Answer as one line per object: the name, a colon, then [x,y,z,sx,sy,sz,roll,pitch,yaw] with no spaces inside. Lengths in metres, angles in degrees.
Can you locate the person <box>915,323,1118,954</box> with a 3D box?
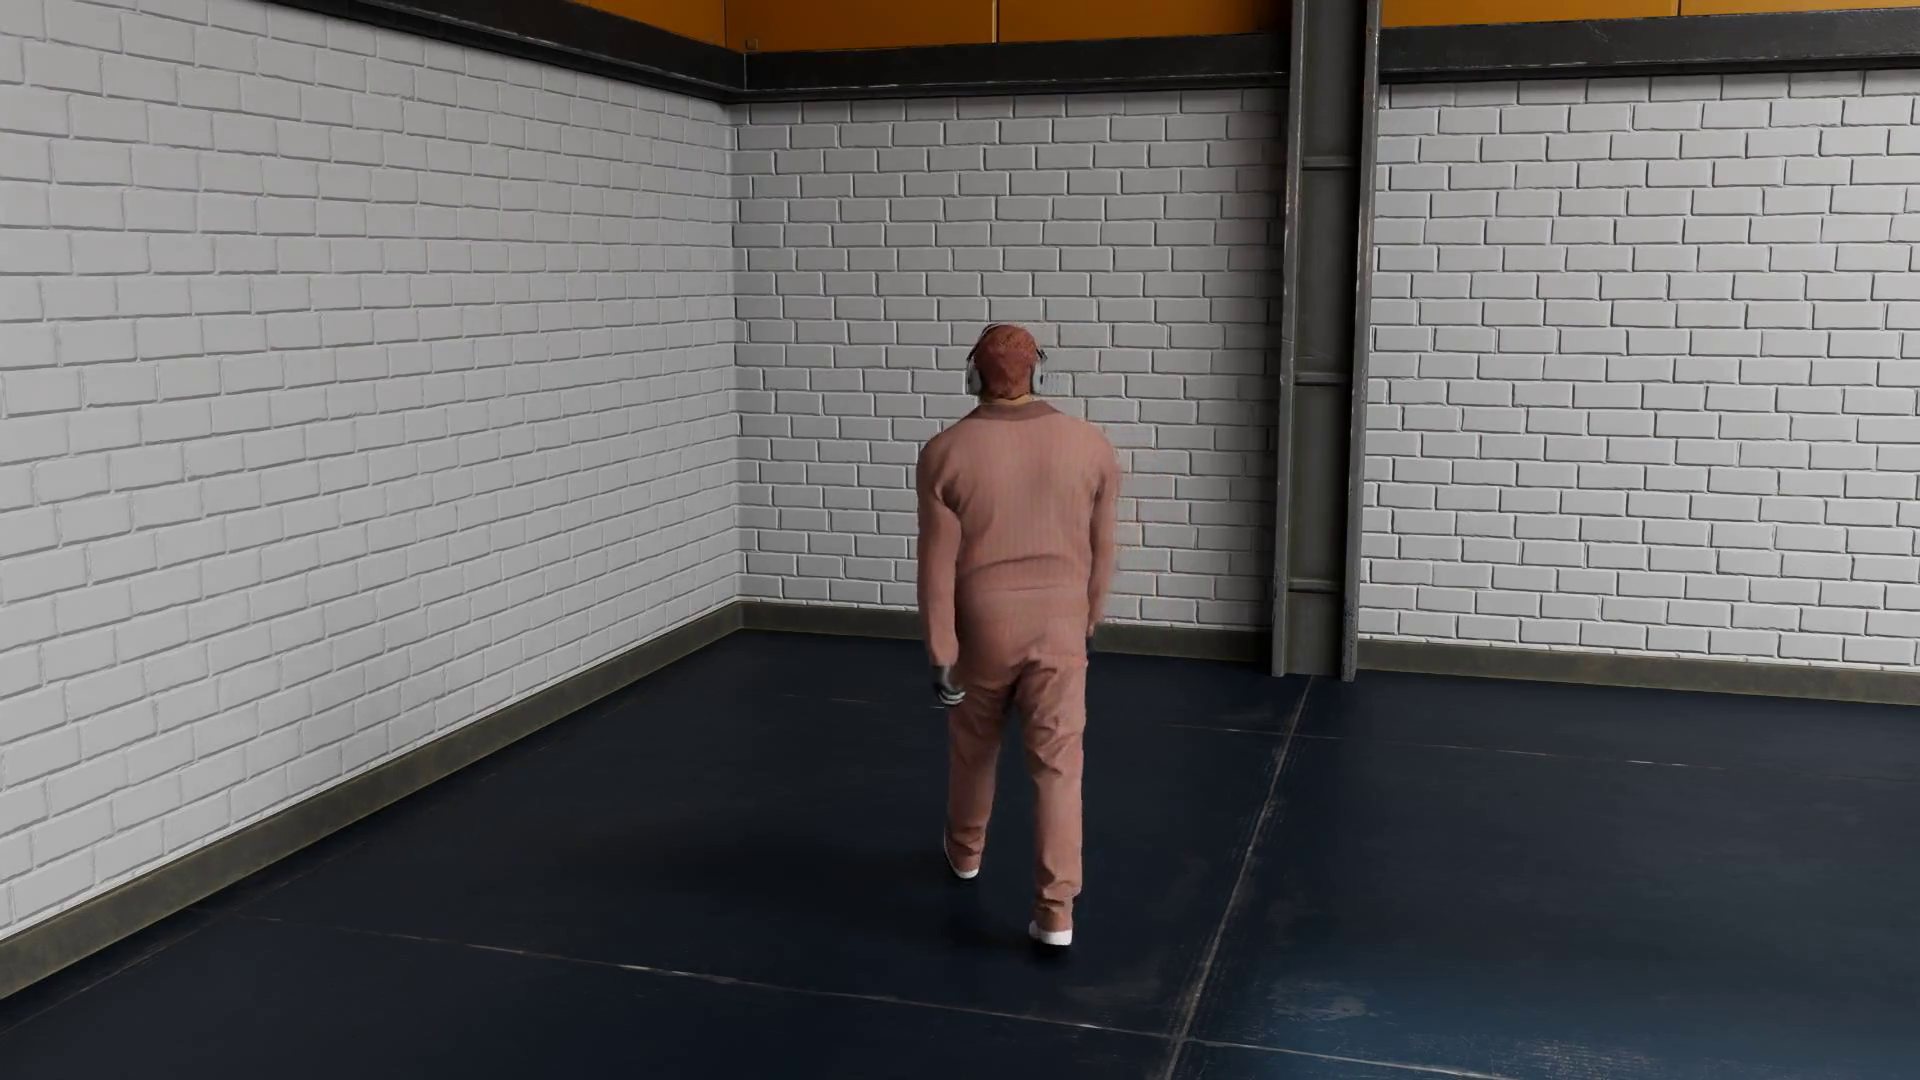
person: [0.167,0.270,5.115,0.639,1.856,1.014,-2,9,-10]
